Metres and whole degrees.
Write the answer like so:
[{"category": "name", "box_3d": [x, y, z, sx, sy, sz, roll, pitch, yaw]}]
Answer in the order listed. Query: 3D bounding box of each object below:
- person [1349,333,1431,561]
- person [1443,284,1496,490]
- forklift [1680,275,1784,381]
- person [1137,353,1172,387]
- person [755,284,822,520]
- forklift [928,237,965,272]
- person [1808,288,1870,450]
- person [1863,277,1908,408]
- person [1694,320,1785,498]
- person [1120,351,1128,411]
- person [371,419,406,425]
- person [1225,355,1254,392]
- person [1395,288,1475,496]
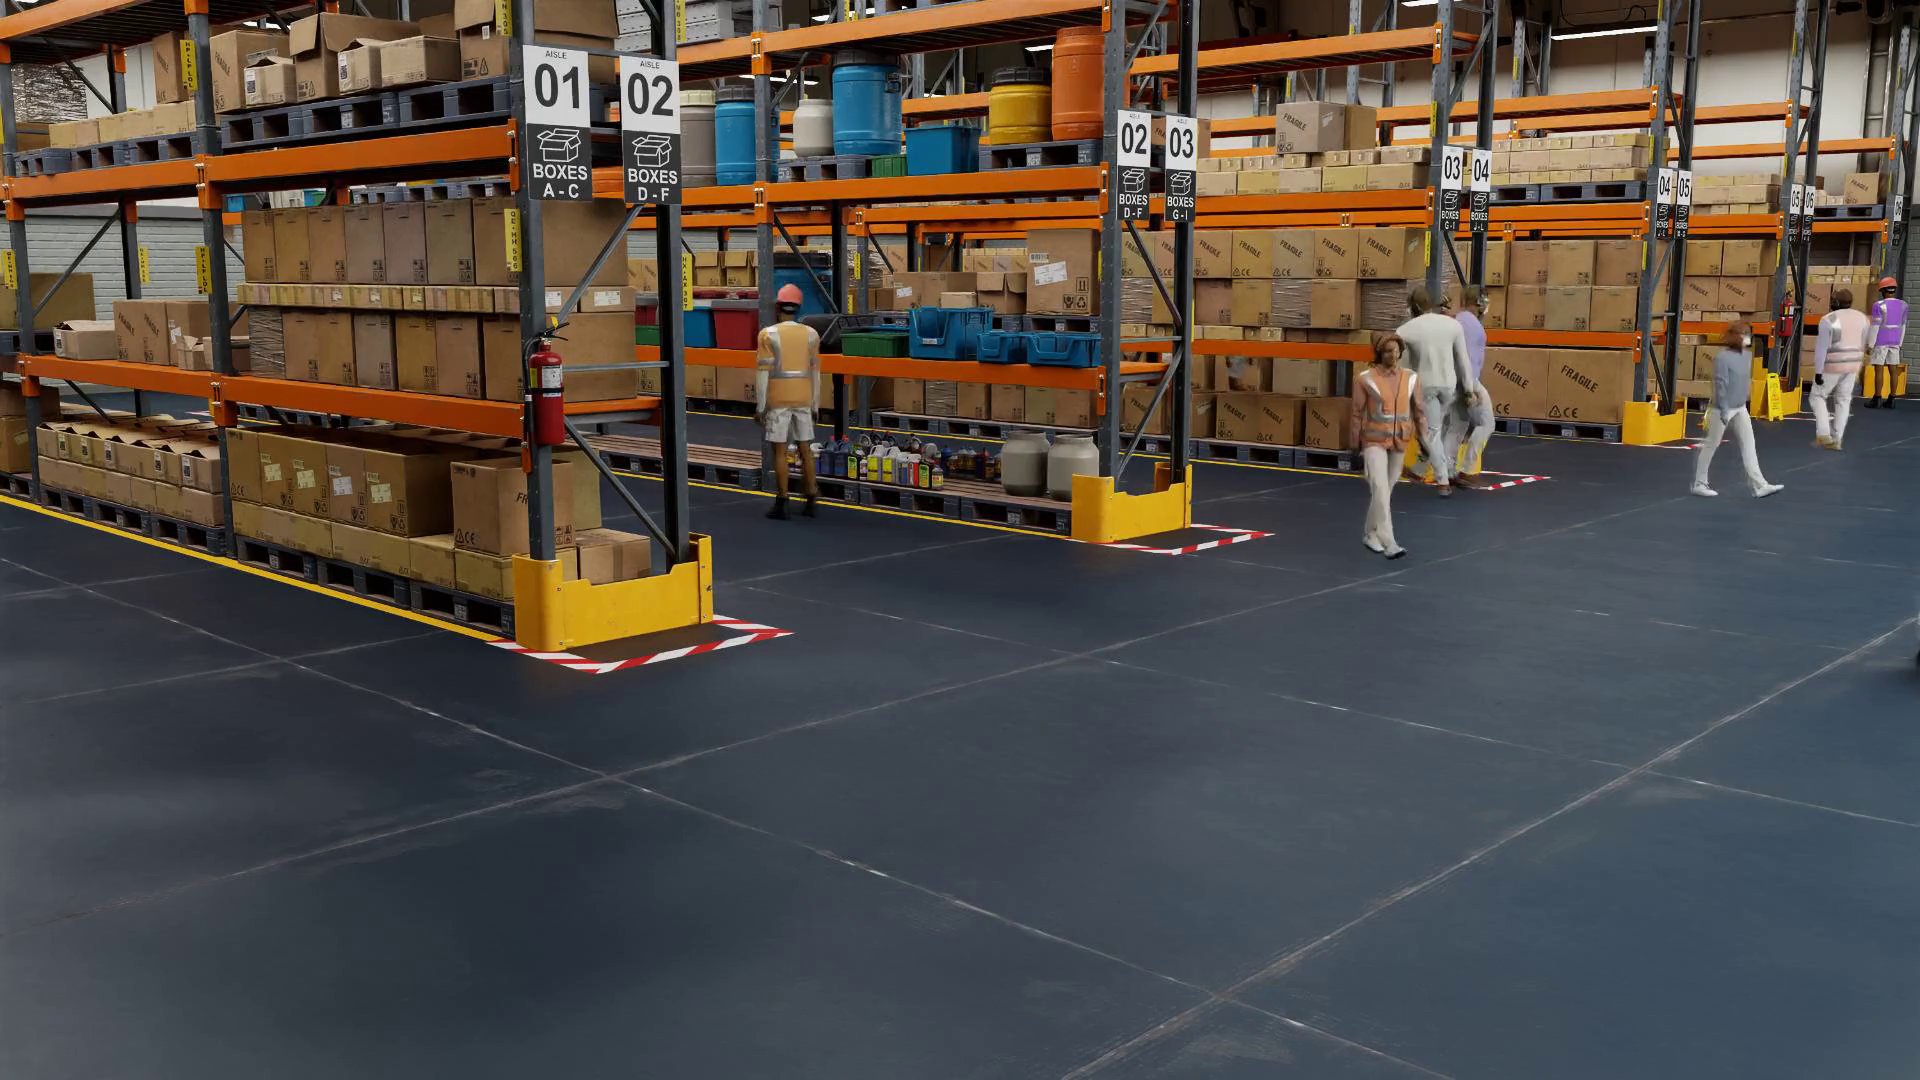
[{"category": "person", "box_3d": [3.050, -0.662, 11.812, 0.515, 1.594, 0.861, -2, 10, -14]}, {"category": "person", "box_3d": [4.777, -1.416, 15.479, 0.574, 1.910, 0.625, 0, 9, 2]}, {"category": "forklift", "box_3d": [12.480, -3.427, 27.053, 1.214, 2.155, 2.313, 9, 13, 43]}, {"category": "person", "box_3d": [2.490, -2.301, 21.009, 0.404, 1.871, 0.588, 8, 12, 39]}, {"category": "person", "box_3d": [-1.411, -1.135, 13.732, 0.573, 1.920, 0.396, -5, 11, -29]}, {"category": "forklift", "box_3d": [-0.326, -5.817, 39.609, 1.129, 2.768, 1.873, 9, 13, 43]}, {"category": "person", "box_3d": [9.949, -1.929, 18.846, 0.651, 1.834, 0.444, -1, 9, -8]}, {"category": "person", "box_3d": [13.709, -2.924, 24.655, 0.543, 1.928, 0.373, -1, 9, -7]}, {"category": "person", "box_3d": [6.930, -1.153, 14.810, 0.530, 1.585, 0.843, -5, 11, -28]}, {"category": "person", "box_3d": [2.242, -2.764, 24.062, 0.848, 1.801, 0.597, 9, 13, 43]}, {"category": "person", "box_3d": [-5.287, -1.268, 15.402, 0.266, 1.631, 0.507, 8, 12, 39]}, {"category": "person", "box_3d": [3.676, -2.462, 21.559, 0.841, 2.021, 0.611, 8, 12, 41]}, {"category": "person", "box_3d": [4.313, -1.365, 15.275, 0.700, 1.868, 0.985, -1, 9, -9]}]
